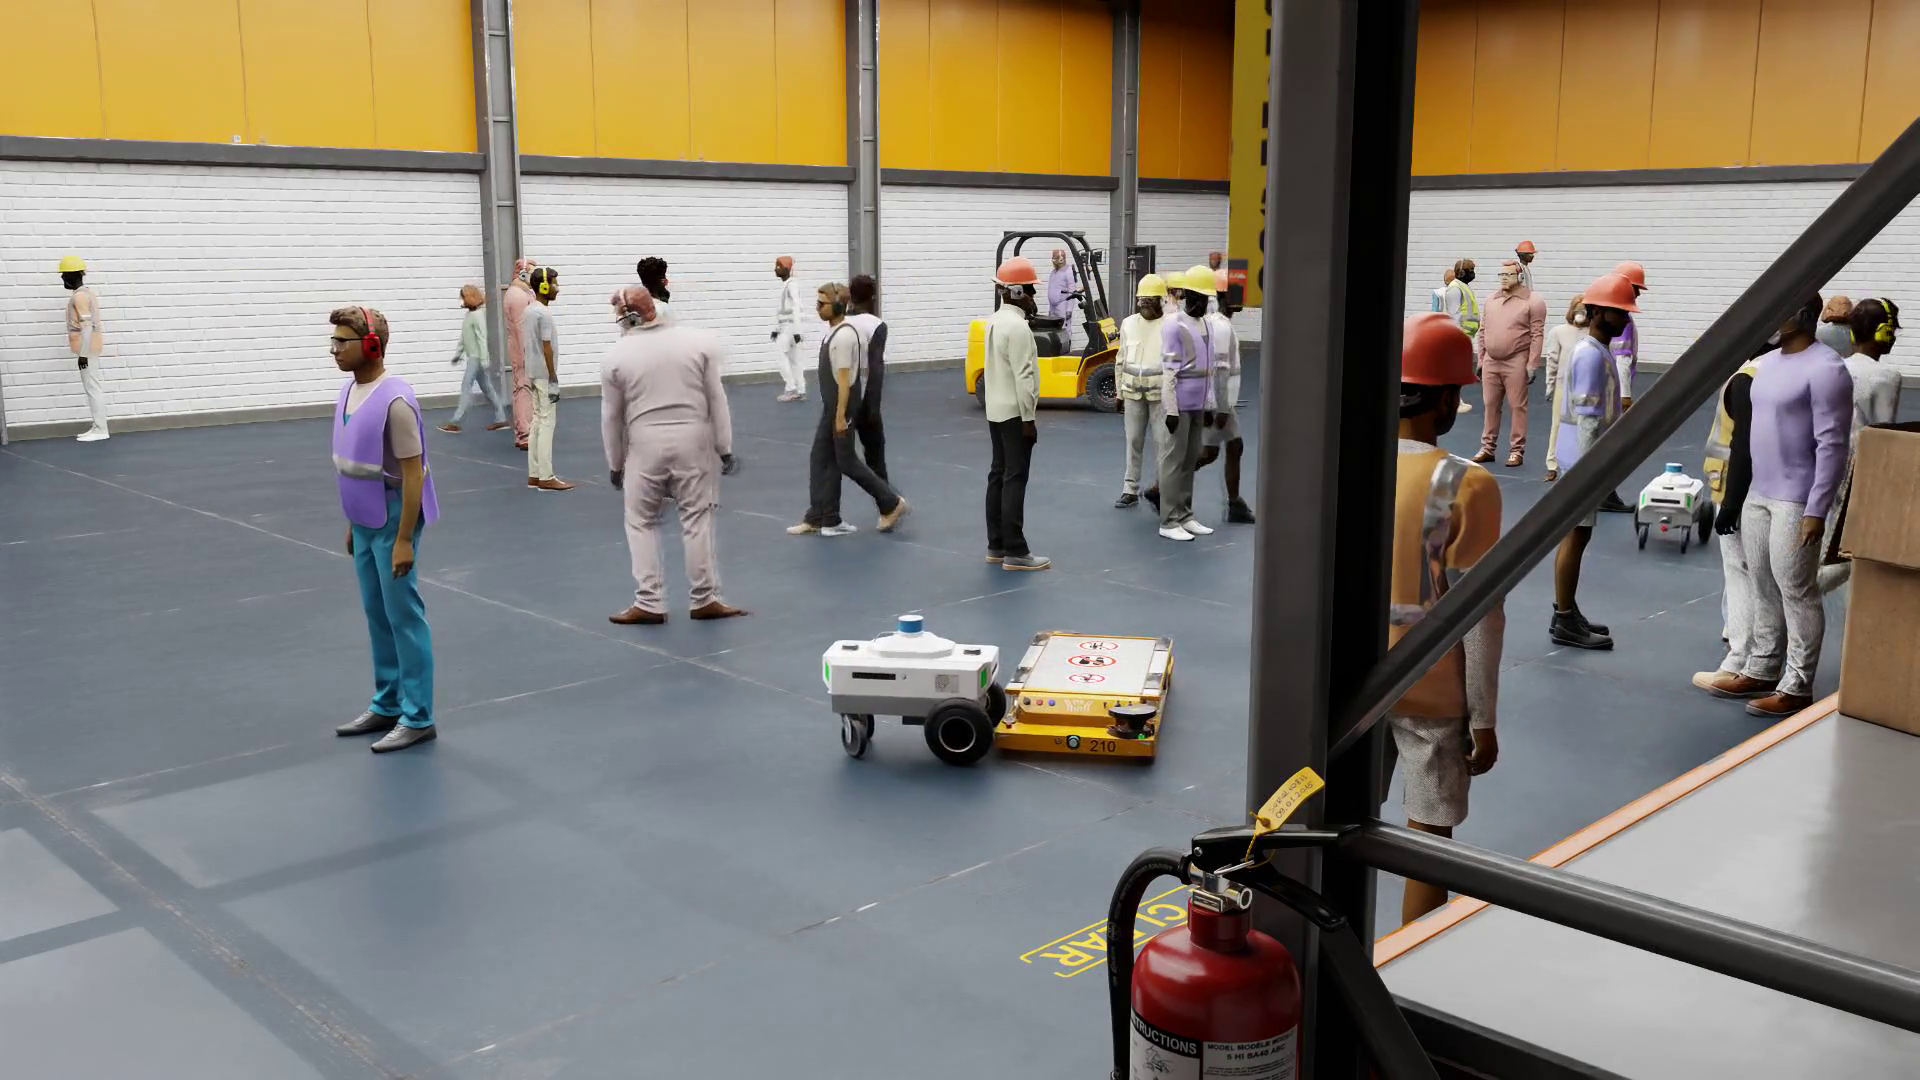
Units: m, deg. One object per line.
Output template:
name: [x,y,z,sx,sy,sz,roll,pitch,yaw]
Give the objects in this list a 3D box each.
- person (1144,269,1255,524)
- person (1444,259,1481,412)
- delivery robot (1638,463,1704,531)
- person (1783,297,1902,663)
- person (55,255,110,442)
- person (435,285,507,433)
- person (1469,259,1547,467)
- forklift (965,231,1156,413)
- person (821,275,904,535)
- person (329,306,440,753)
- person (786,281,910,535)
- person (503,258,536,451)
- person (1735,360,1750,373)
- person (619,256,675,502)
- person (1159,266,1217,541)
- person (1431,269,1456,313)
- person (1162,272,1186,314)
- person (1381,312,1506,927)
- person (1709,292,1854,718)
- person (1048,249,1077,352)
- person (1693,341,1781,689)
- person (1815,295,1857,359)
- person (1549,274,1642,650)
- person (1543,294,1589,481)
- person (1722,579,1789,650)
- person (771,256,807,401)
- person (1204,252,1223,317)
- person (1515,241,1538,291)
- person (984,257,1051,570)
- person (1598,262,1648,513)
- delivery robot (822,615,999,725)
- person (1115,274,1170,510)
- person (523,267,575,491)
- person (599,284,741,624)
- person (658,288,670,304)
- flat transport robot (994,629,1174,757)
person: [1.821,-1.045,12.242,0.852,1.905,0.573,1,10,8]
person: [6.088,-2.478,20.202,0.429,1.845,0.622,5,12,26]
delivery robot: [4.925,-0.287,11.506,0.477,0.478,0.707,6,12,29]
person: [4.363,-0.272,8.199,0.868,1.839,0.523,-1,10,-3]
person: [-9.109,-1.985,17.277,0.386,1.926,0.591,-4,11,-23]
person: [-5.323,-1.963,18.068,0.795,1.593,0.504,-5,11,-24]
person: [5.066,-1.636,15.431,0.407,1.910,0.639,-9,14,-41]
forklift: [1.222,-2.721,20.561,2.313,2.155,1.214,2,11,13]
person: [-0.735,-0.988,12.075,0.603,1.838,1.014,7,12,33]
person: [-2.392,-0.048,6.935,0.393,1.846,0.564,-9,14,-41]
person: [-0.798,-0.921,11.809,0.841,1.821,0.518,-2,11,-13]
person: [-4.314,-1.844,16.583,0.409,1.904,0.639,-4,11,-19]
person: [7.850,-1.656,16.343,0.535,1.596,0.865,4,11,22]
person: [-2.454,-1.285,13.351,0.604,1.966,0.367,8,13,37]
person: [1.626,-0.963,11.727,0.392,1.919,0.589,7,13,35]
person: [7.087,-3.097,24.124,0.522,1.640,0.305,1,10,4]
person: [2.225,-1.884,17.182,0.363,1.751,0.557,2,11,10]
person: [1.170,0.381,4.350,0.359,1.938,0.545,-10,14,-43]
person: [3.674,-0.180,7.402,0.354,1.937,0.635,-1,10,-3]
person: [1.624,-3.768,27.081,0.400,1.902,0.643,-5,12,-27]
person: [3.709,-0.202,7.790,0.634,1.841,0.429,-9,14,-41]
person: [7.468,-1.273,14.231,0.502,1.624,0.293,-1,10,-4]
person: [3.297,-0.409,8.667,0.376,1.934,0.546,4,11,21]
person: [5.319,-1.298,14.366,0.511,1.634,0.284,4,11,20]
person: [4.220,-0.315,8.618,0.317,1.766,0.533,-10,14,-44]
person: [-2.229,-2.702,21.365,0.573,1.865,0.581,-2,11,-12]
person: [4.342,-3.895,27.851,0.692,1.863,0.584,-5,11,-25]
person: [8.747,-3.618,25.867,0.371,2.044,0.608,5,11,24]
person: [0.347,-0.806,10.663,0.378,1.995,0.612,-4,11,-19]
person: [5.086,-1.179,12.883,0.368,1.929,0.542,0,10,0]
delivery robot: [-0.205,0.556,6.912,0.707,0.478,0.477,2,11,9]
person: [1.474,-1.147,12.967,0.589,1.833,0.404,5,12,26]
person: [-3.490,-1.346,13.967,0.309,1.864,0.535,-7,12,-32]
person: [-1.587,-0.470,9.195,0.762,1.873,0.397,-3,11,-15]
person: [-2.619,-1.335,14.353,0.322,1.699,0.536,1,10,6]
flat transport robot: [0.588,0.652,7.419,0.652,0.197,1.431,2,11,10]
